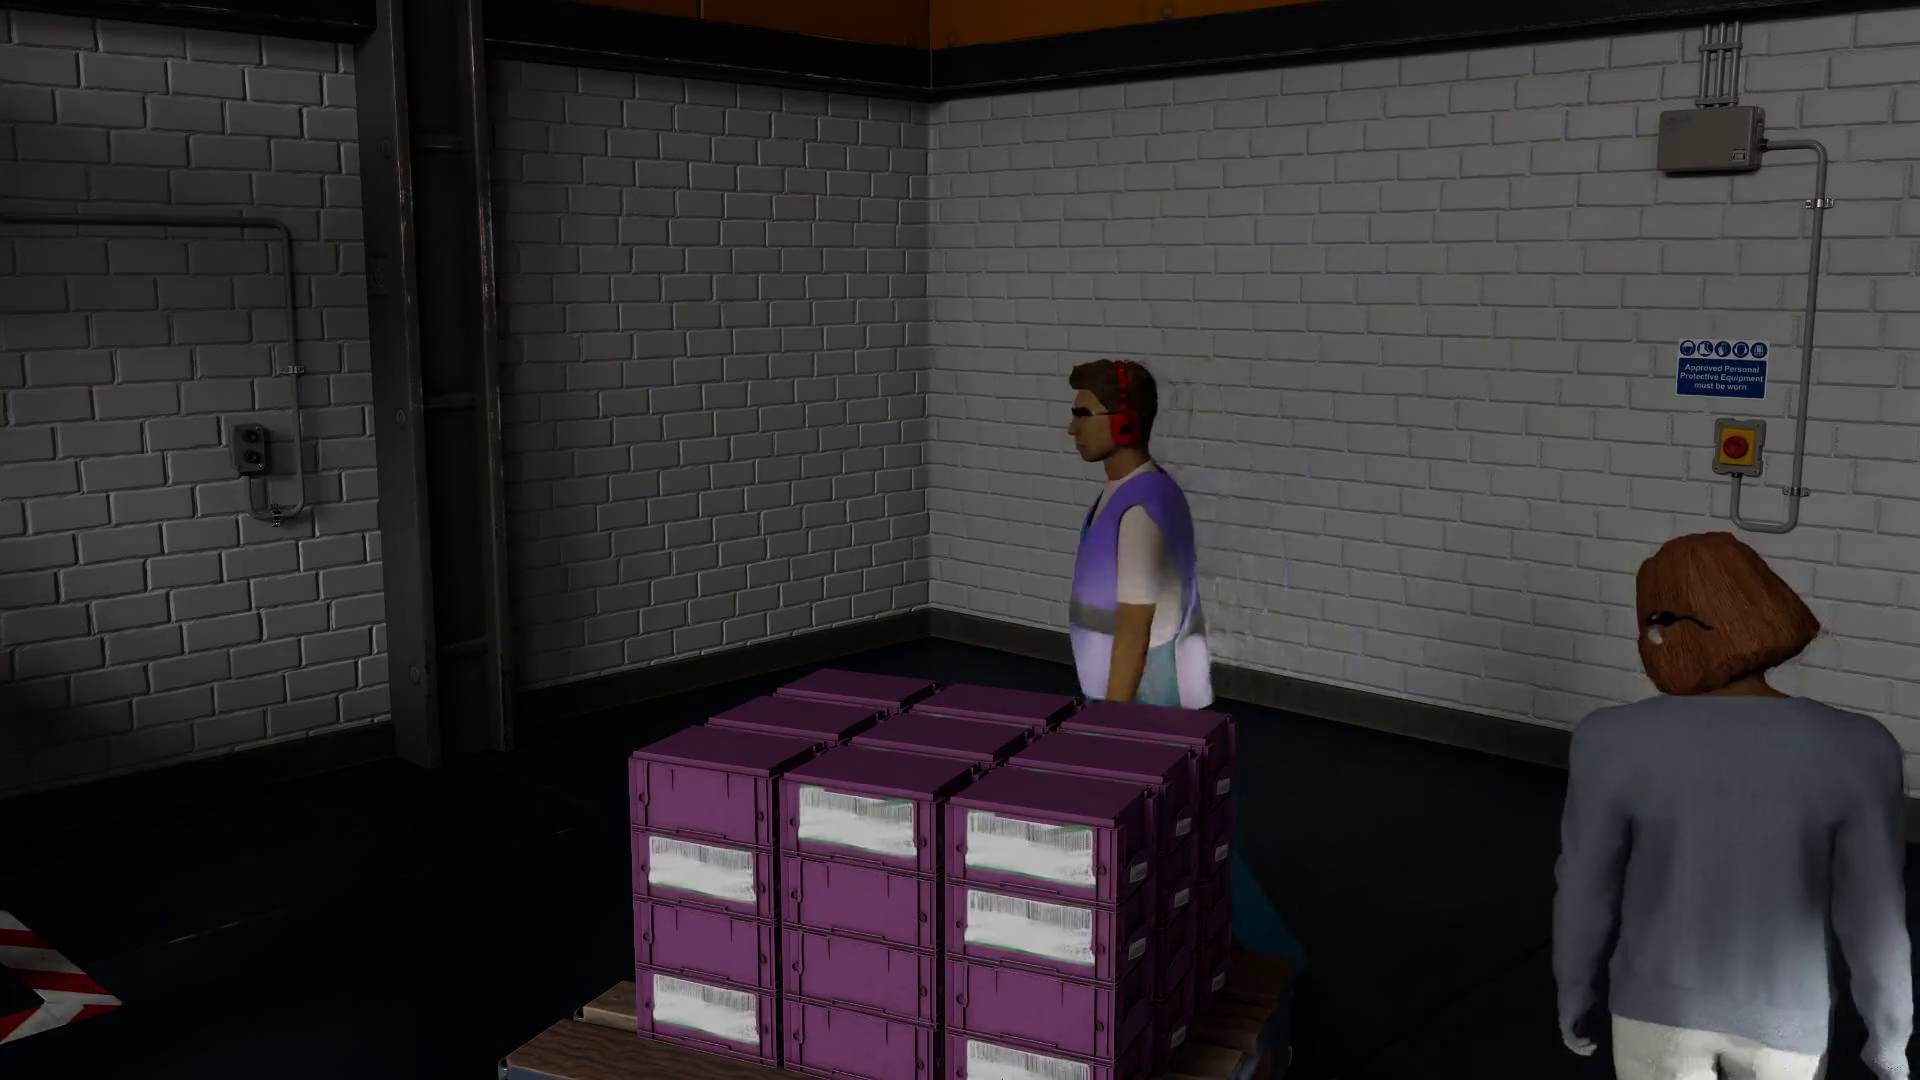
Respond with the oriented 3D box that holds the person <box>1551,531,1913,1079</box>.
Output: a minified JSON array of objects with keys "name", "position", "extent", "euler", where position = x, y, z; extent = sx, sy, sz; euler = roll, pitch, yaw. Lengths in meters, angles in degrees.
[{"name":"person","position":[1.276,0.771,2.818],"extent":[0.538,1.593,0.788],"euler":[3,10,17]}]

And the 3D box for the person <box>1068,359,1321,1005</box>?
[{"name":"person","position":[0.497,0.419,4.400],"extent":[0.990,1.803,0.573],"euler":[0,9,-2]}]
